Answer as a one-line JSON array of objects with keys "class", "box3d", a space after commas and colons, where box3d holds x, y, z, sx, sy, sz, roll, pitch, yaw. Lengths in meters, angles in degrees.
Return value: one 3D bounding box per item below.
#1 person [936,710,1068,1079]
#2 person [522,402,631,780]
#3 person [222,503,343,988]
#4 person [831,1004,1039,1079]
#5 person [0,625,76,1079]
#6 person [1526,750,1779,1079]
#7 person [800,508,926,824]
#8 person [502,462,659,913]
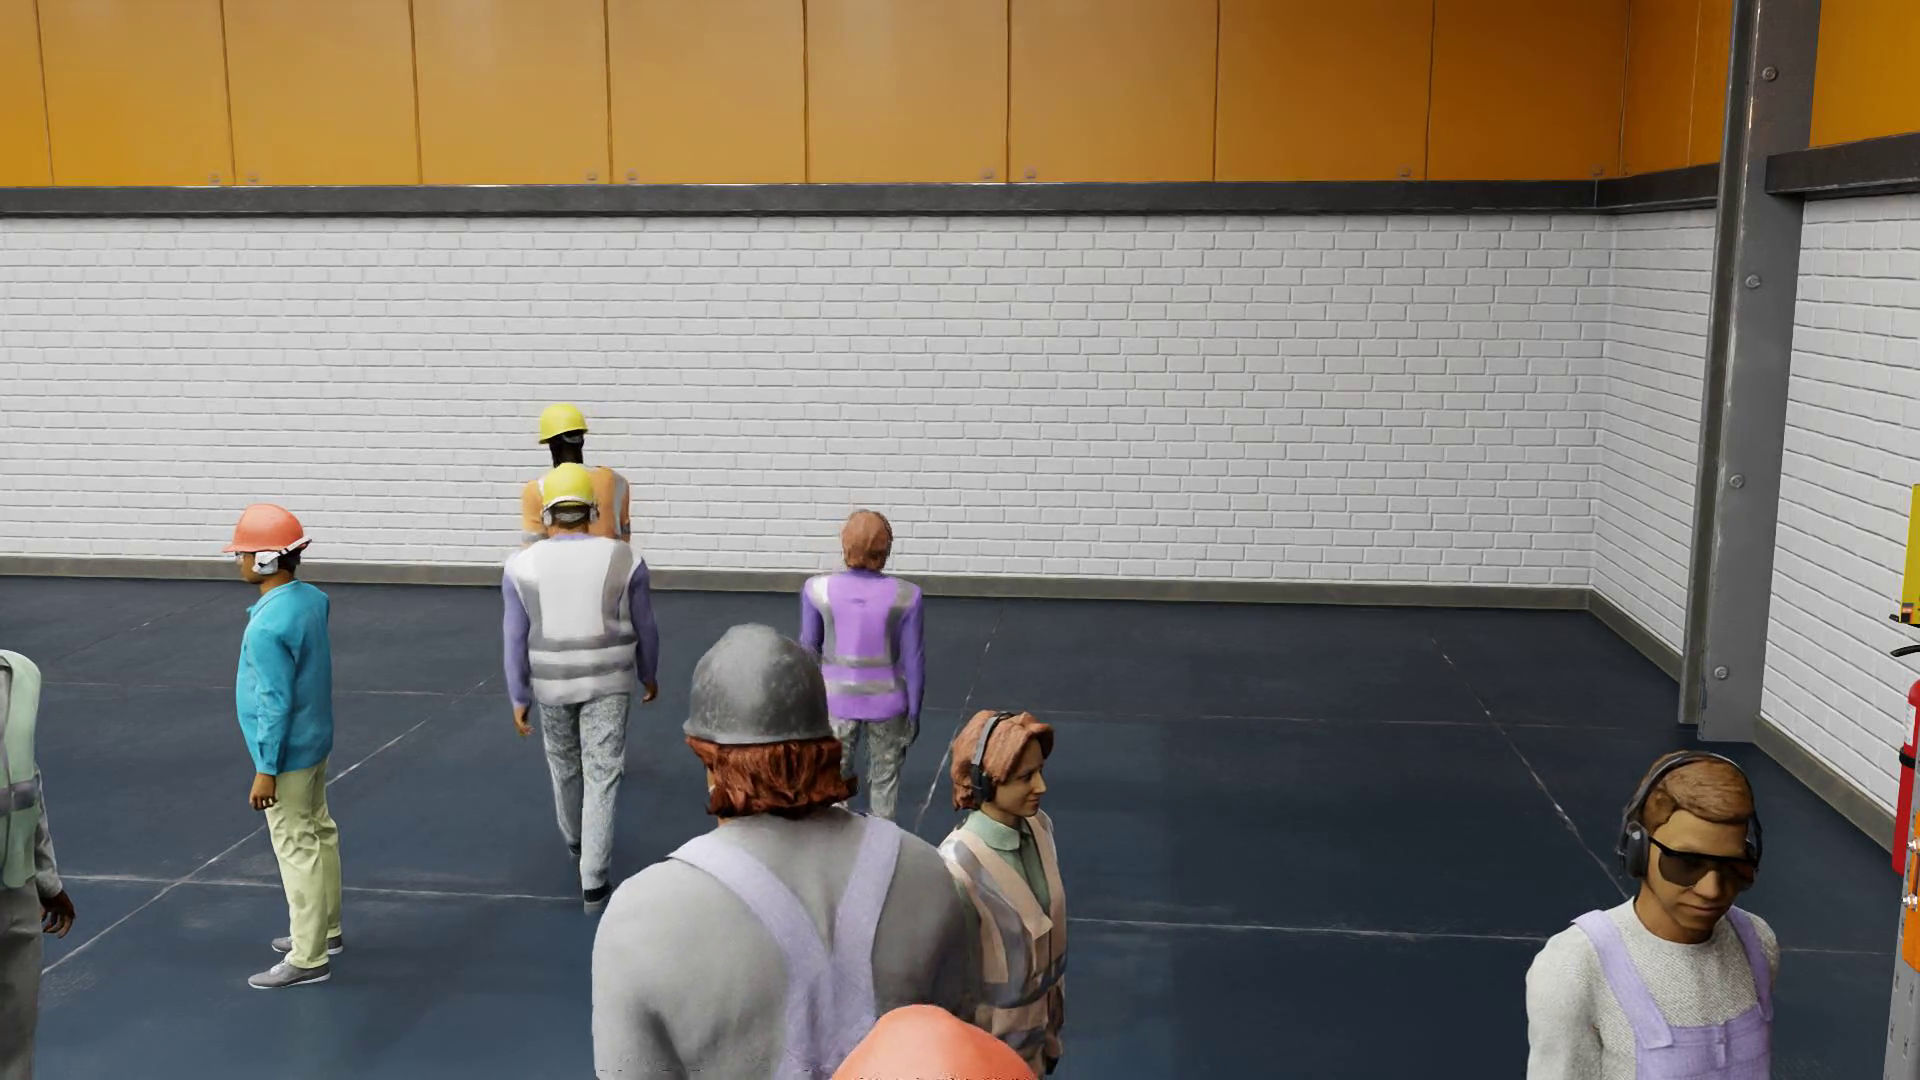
[{"class": "person", "box3d": [0.083, 1.183, 3.789, 0.306, 1.639, 0.522, 5, 11, 26]}, {"class": "person", "box3d": [-1.897, 0.274, 8.243, 0.442, 1.903, 0.595, 10, 14, 44]}, {"class": "person", "box3d": [-2.447, 0.735, 6.027, 0.325, 1.752, 0.559, -1, 10, -6]}, {"class": "person", "box3d": [-0.010, 1.404, 1.693, 0.544, 1.928, 0.379, -5, 11, -28]}, {"class": "person", "box3d": [-2.576, 0.949, 4.331, 0.389, 1.919, 0.592, 1, 10, 7]}, {"class": "person", "box3d": [1.176, 1.246, 2.841, 0.514, 1.843, 0.337, -5, 11, -24]}, {"class": "person", "box3d": [-0.394, 0.683, 6.680, 0.522, 1.623, 0.615, 0, 10, 1]}, {"class": "person", "box3d": [-1.549, 0.566, 6.902, 0.604, 1.789, 0.852, -1, 10, -4]}]
